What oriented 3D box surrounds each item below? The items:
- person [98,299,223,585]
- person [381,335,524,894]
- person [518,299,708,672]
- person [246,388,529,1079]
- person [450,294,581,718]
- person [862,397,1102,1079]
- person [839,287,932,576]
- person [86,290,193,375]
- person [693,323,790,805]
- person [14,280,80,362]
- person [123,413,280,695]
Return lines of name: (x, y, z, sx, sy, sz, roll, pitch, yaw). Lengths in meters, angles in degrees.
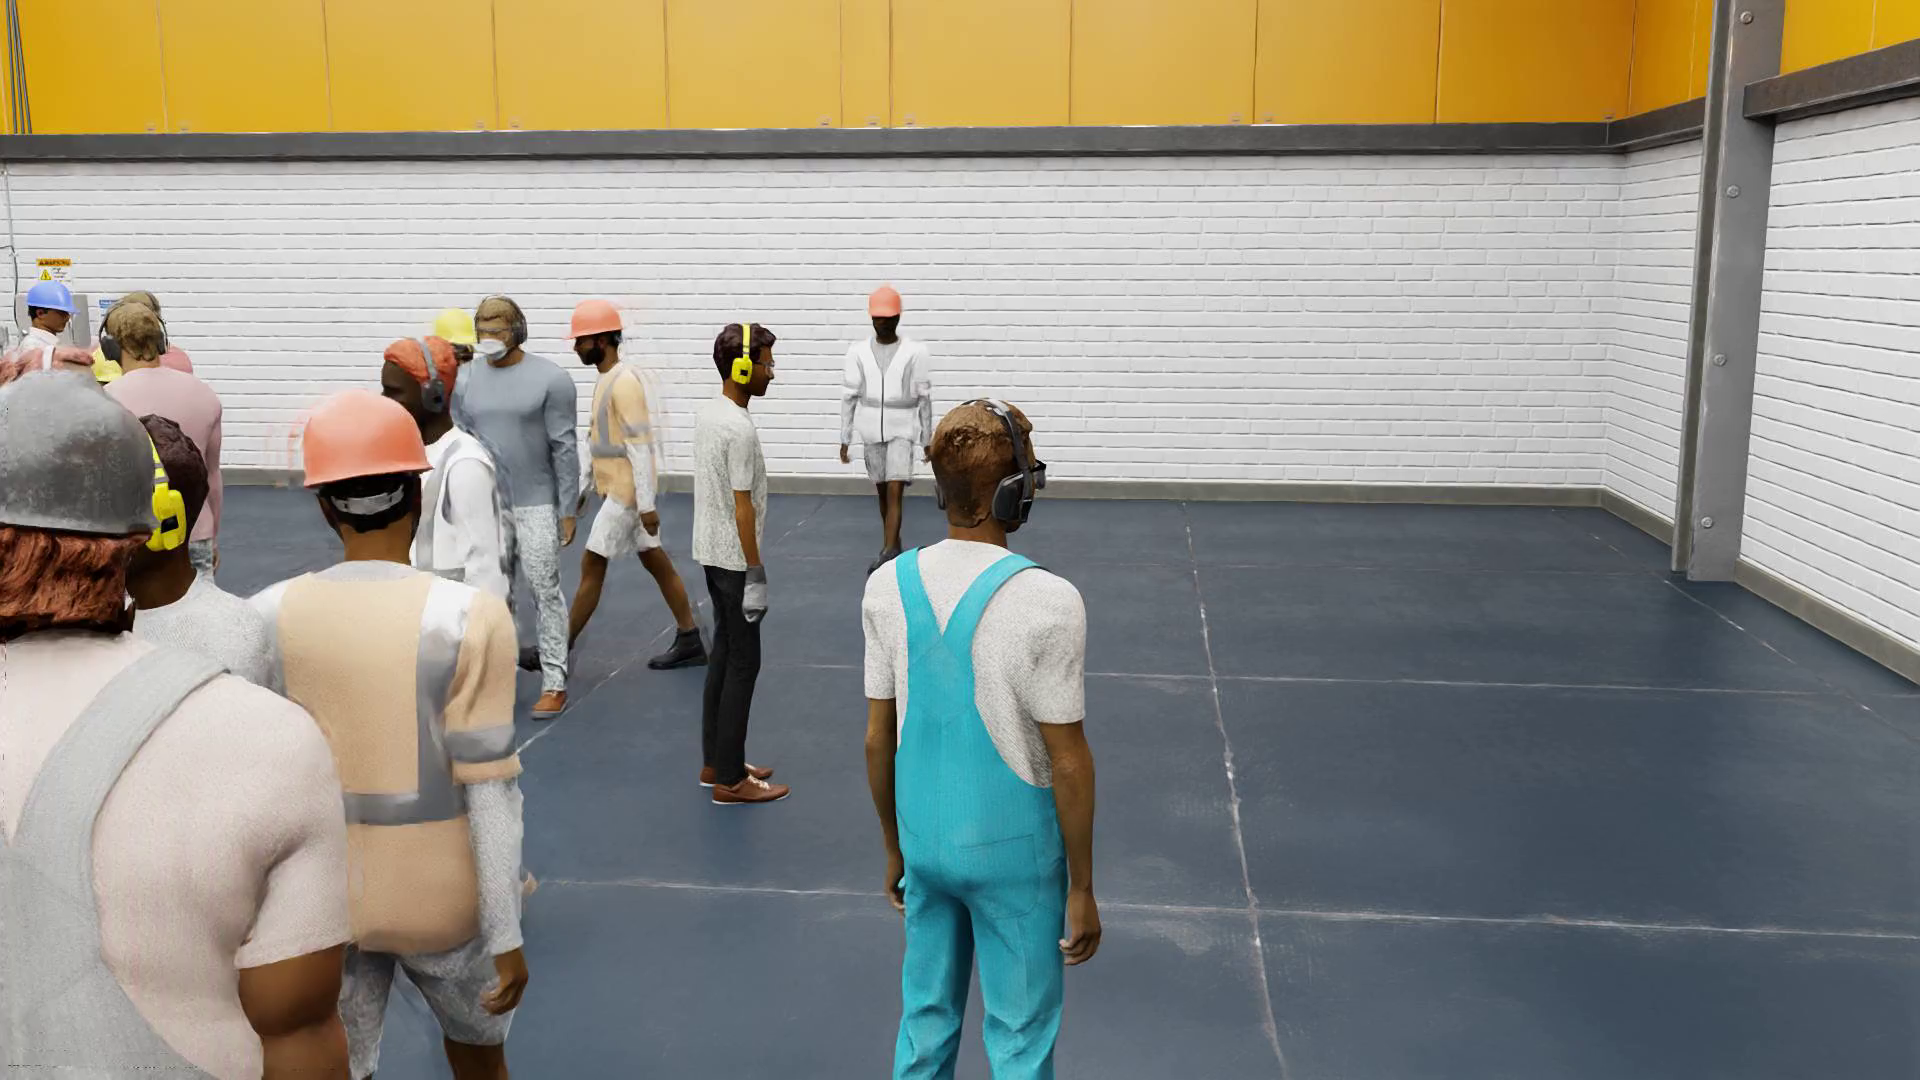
person: (-3.121, 0.041, 6.475, 0.377, 1.937, 0.629, 4, 11, 20)
person: (-1.584, 0.317, 5.065, 0.434, 1.870, 0.599, -5, 11, -27)
person: (-1.750, -0.246, 8.278, 1.024, 1.871, 0.542, -3, 10, -15)
person: (-1.078, 0.657, 3.146, 0.550, 1.879, 1.011, 1, 10, 5)
person: (-2.034, -0.147, 7.584, 0.636, 1.931, 0.377, 1, 10, 7)
person: (0.048, 0.642, 3.296, 0.505, 1.847, 0.344, 6, 12, 32)
person: (-0.494, -0.679, 10.732, 0.572, 1.882, 0.978, 2, 10, 13)
person: (-4.623, -0.461, 9.473, 0.629, 1.888, 0.904, -2, 10, -9)
person: (-0.854, 0.098, 6.400, 0.332, 1.856, 0.527, -4, 11, -24)
person: (-5.503, -0.594, 10.104, 0.402, 1.940, 0.602, -6, 11, -29)
person: (-1.327, 0.710, 2.898, 0.510, 1.854, 0.324, 9, 13, 42)
